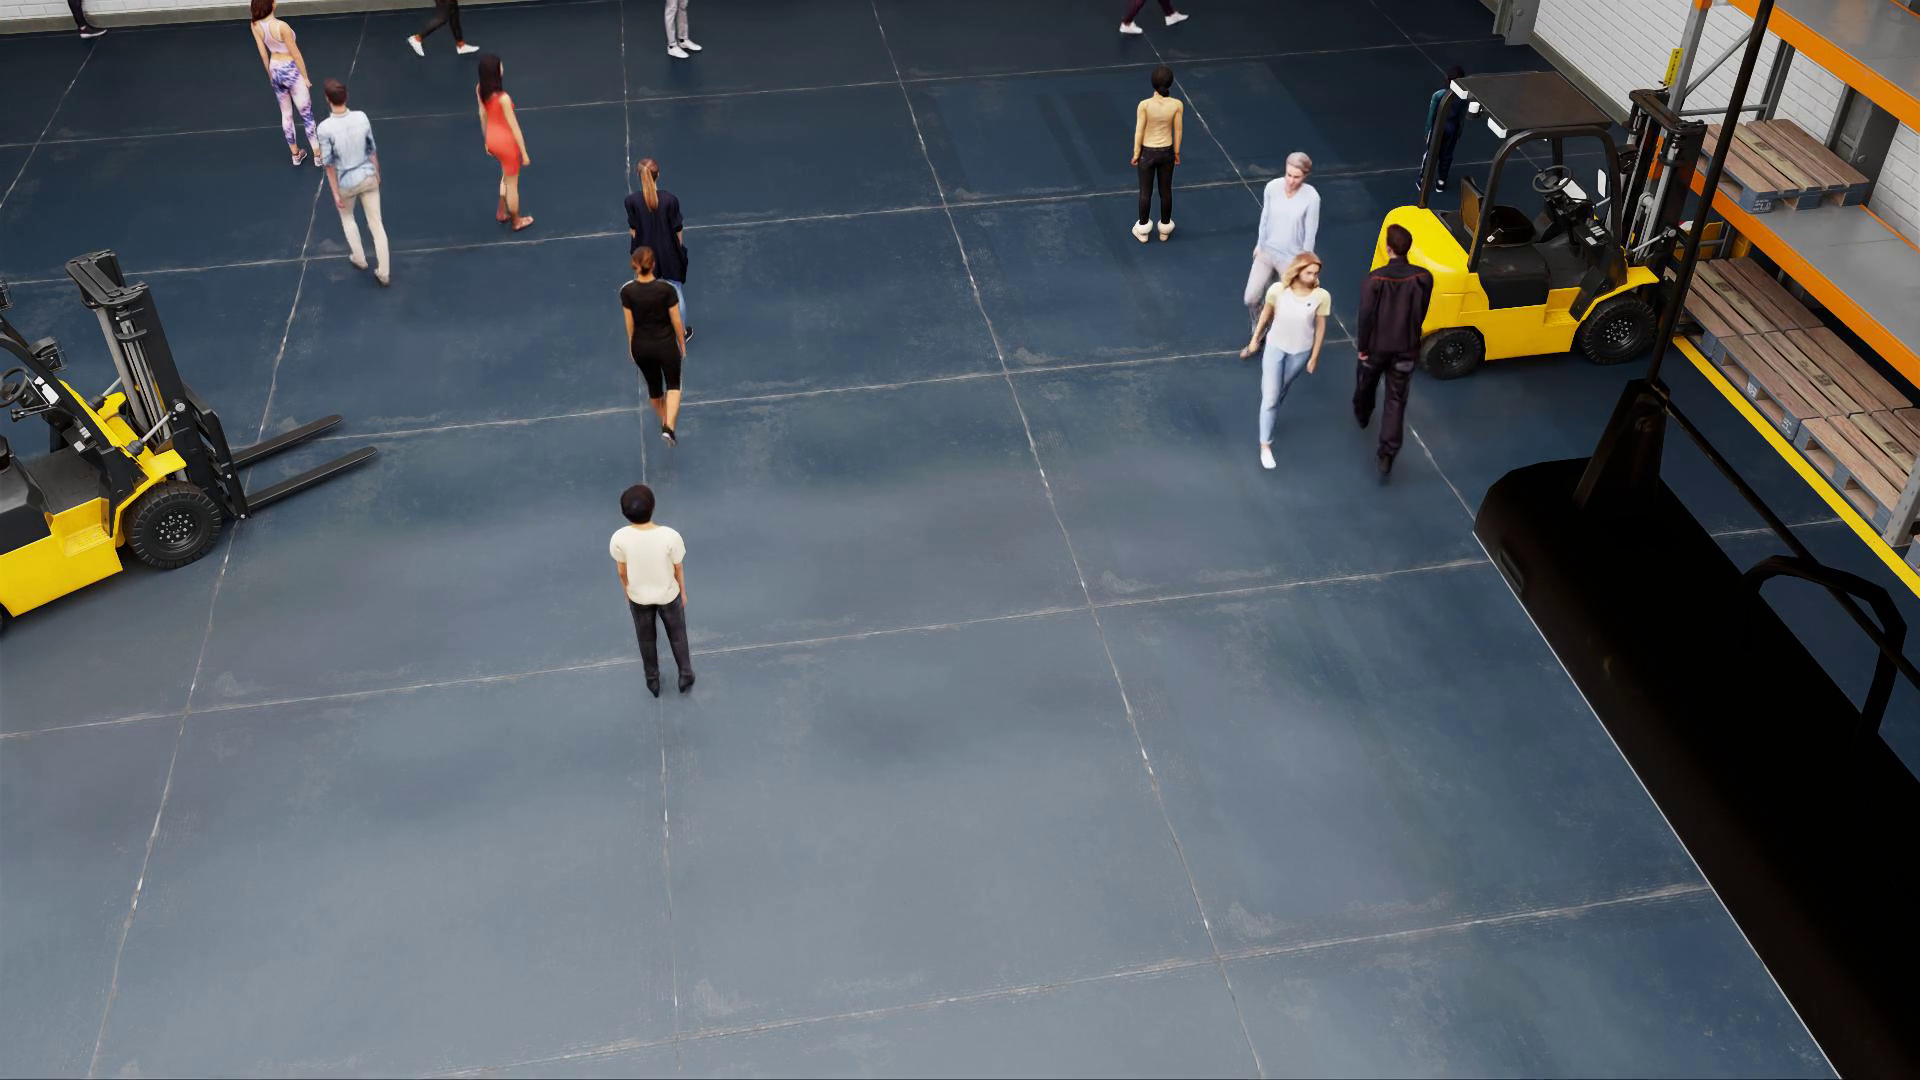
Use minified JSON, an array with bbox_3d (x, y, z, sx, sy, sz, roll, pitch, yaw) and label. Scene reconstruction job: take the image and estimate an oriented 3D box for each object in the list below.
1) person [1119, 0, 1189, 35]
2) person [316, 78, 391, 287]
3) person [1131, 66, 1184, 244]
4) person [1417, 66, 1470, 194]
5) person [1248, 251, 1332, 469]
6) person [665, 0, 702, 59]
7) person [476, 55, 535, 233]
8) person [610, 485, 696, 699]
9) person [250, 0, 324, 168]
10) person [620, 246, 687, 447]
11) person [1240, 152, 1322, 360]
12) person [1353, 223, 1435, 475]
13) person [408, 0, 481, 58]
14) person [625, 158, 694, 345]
[{"bbox_3d":[2.141,-6.598,18.898,0.758,1.737,1.085,-10,40,-13],"label":"person"},{"bbox_3d":[-5.187,-3.049,14.385,0.882,1.824,1.006,-24,45,-27],"label":"person"},{"bbox_3d":[1.785,-3.501,15.083,0.619,1.659,0.561,-3,39,-3],"label":"person"},{"bbox_3d":[4.643,-3.943,15.959,0.552,1.256,0.551,4,39,5],"label":"person"},{"bbox_3d":[2.473,-1.446,12.501,0.930,1.670,1.174,8,39,9],"label":"person"},{"bbox_3d":[-3.171,-6.311,18.460,0.813,1.836,0.700,17,42,20],"label":"person"},{"bbox_3d":[-4.207,-3.558,15.112,0.744,1.711,0.809,25,45,28],"label":"person"},{"bbox_3d":[-1.901,0.331,10.342,0.604,1.588,0.484,-4,39,-5],"label":"person"},{"bbox_3d":[-6.576,-4.518,16.270,0.667,1.767,0.662,7,39,9],"label":"person"},{"bbox_3d":[-2.294,-1.411,12.472,0.663,1.651,0.909,-1,39,-1],"label":"person"},{"bbox_3d":[2.649,-2.317,13.427,0.833,1.874,0.894,24,44,27],"label":"person"},{"bbox_3d":[3.180,-1.369,12.250,0.959,1.861,1.332,5,39,7],"label":"person"},{"bbox_3d":[-5.835,-6.113,18.382,0.735,1.624,0.954,-13,40,-15],"label":"person"},{"bbox_3d":[-2.464,-2.345,13.616,0.653,1.684,0.594,-1,39,-2],"label":"person"}]
